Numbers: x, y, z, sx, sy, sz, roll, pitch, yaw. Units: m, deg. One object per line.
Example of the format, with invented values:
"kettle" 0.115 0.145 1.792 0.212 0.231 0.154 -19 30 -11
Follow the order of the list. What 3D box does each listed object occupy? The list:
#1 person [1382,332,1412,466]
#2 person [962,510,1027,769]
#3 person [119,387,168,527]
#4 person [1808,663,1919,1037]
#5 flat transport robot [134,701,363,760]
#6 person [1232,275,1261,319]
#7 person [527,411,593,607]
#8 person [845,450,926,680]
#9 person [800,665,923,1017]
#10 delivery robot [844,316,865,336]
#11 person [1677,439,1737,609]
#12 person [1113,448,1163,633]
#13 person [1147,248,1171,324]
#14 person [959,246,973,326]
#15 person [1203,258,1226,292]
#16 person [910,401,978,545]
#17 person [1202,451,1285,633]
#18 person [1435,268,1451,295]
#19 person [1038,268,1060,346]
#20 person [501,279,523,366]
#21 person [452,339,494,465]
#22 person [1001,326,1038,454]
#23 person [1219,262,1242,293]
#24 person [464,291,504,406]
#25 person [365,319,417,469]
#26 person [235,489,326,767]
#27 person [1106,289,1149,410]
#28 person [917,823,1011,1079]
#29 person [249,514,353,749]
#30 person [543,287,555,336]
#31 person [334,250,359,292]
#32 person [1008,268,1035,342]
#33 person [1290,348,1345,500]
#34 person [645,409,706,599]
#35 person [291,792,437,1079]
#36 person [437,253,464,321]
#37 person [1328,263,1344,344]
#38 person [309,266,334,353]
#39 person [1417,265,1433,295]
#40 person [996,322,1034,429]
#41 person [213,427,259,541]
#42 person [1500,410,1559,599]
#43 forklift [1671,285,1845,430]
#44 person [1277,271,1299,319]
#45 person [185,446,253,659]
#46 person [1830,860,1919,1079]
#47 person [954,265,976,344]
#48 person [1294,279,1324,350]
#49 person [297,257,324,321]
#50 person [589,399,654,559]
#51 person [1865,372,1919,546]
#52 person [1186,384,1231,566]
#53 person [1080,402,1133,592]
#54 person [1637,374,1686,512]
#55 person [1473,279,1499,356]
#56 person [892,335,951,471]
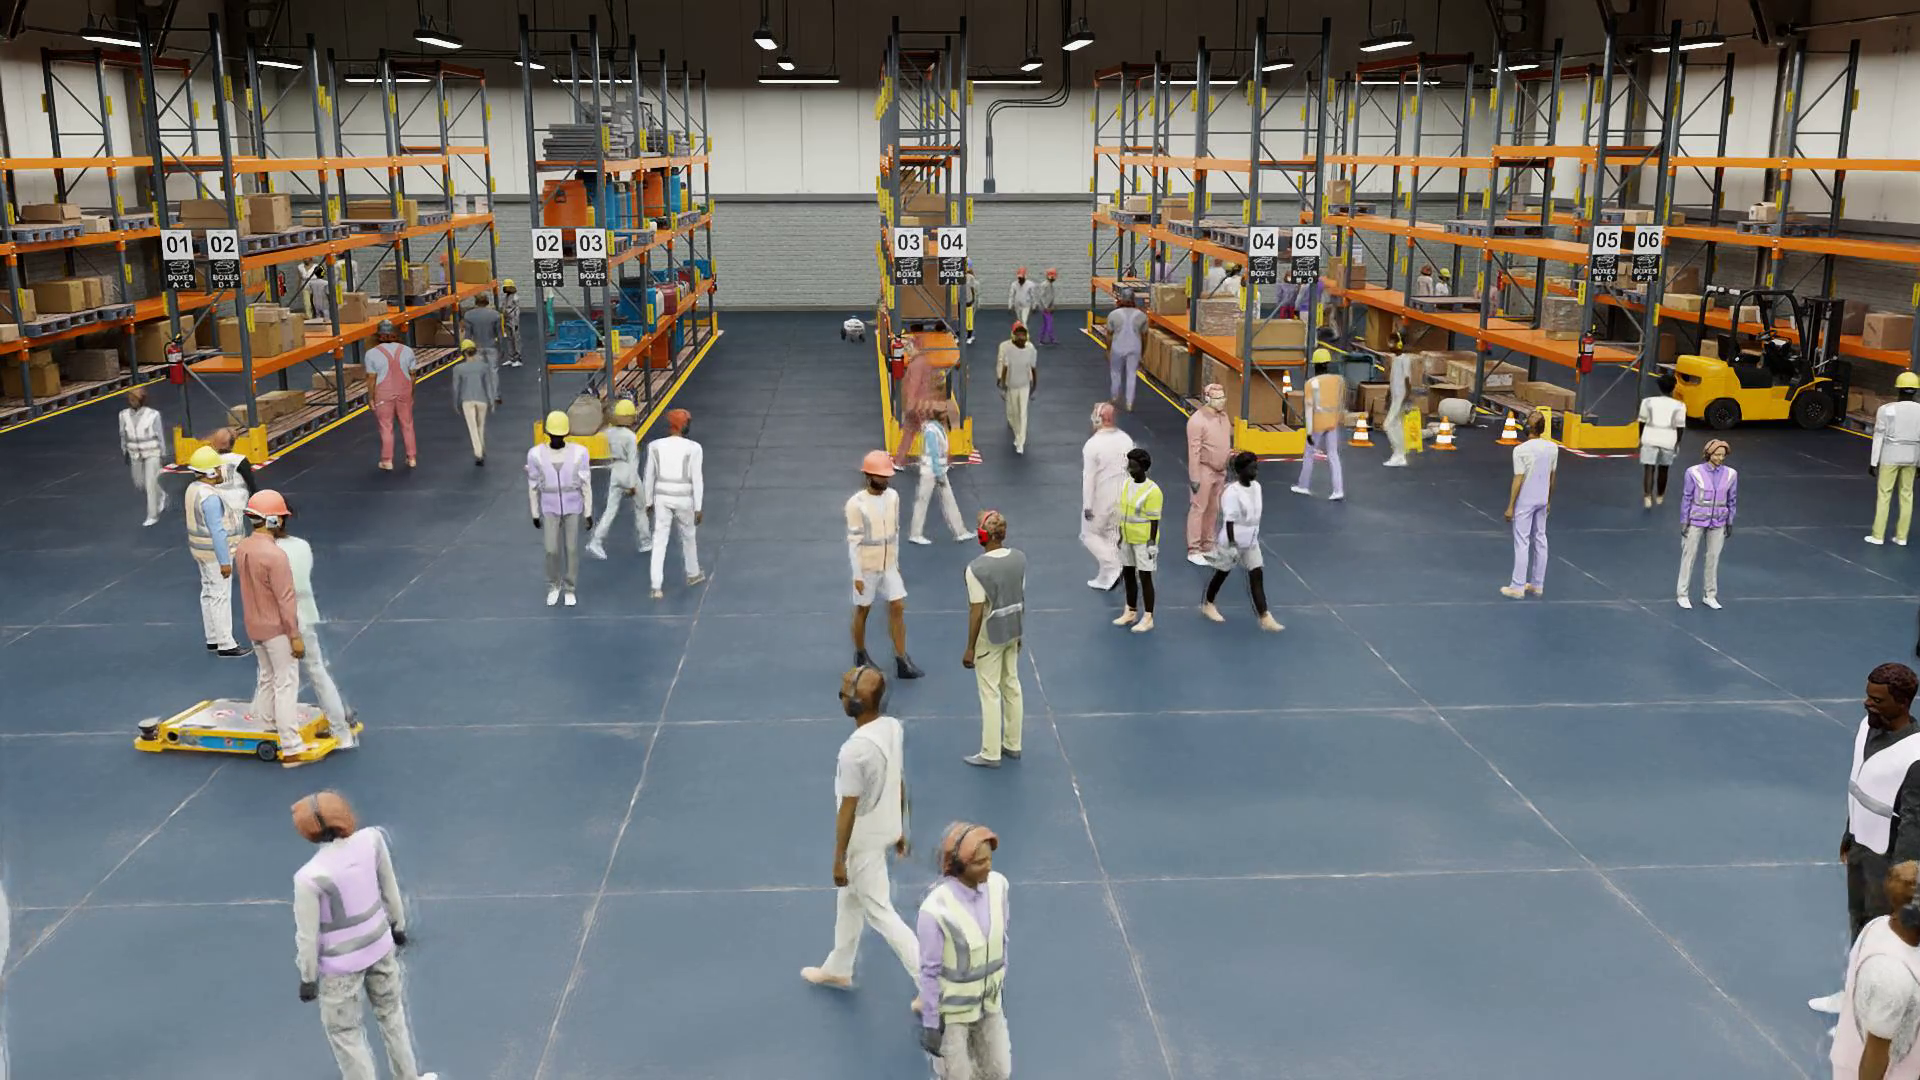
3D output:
"person" 5.959 -1.914 22.770 0.504 1.849 0.566 -1 13 -3
"person" 0.254 0.704 11.703 0.390 1.845 0.564 12 18 41
"person" -9.482 -1.003 19.429 0.526 1.621 0.636 1 13 6
"person" 4.511 1.515 8.133 0.396 1.911 0.588 1 13 6
"flat transport robot" -5.216 1.380 12.213 1.431 0.197 0.652 2 13 9
"person" 5.595 -4.263 32.664 0.577 1.881 0.349 3 14 14
"person" -3.789 -0.288 15.807 0.581 1.896 0.479 -3 14 -12
"person" -0.605 0.232 13.557 0.570 1.909 0.837 -11 17 -39
"person" -0.403 1.508 8.379 0.907 1.816 0.518 6 15 24
"delivery robot" -2.400 -4.845 37.766 0.477 0.478 0.707 -4 14 -16
"person" 7.083 -0.150 15.784 0.514 1.634 0.313 0 13 1
"person" 1.620 -0.005 15.050 0.320 1.688 0.539 -8 15 -31
"person" 4.727 -5.918 39.449 0.598 1.999 1.043 -1 13 -3
"person" 0.052 -6.266 40.810 0.379 2.043 0.605 -9 16 -34
"person" 5.906 -5.590 38.344 0.685 1.868 0.861 5 14 21
"person" -0.190 -0.720 18.244 0.819 1.599 0.533 4 14 15
"person" 2.553 0.003 15.095 0.539 1.647 0.892 -12 18 -40
"person" 10.407 -4.980 35.953 0.326 1.767 0.533 9 16 32
"person" 1.952 -5.147 36.751 0.537 1.716 0.627 5 14 21
"person" -9.012 -4.359 33.374 0.485 1.744 0.294 12 18 41
"person" -6.736 -1.912 23.077 0.524 1.720 0.889 -8 15 -30
"person" 0.864 -2.208 24.104 0.508 1.826 0.985 2 13 7
"person" 5.770 -5.064 36.024 0.620 1.889 0.913 -6 15 -25
"person" -8.053 -3.237 28.201 0.635 1.936 0.355 -3 14 -13
"person" -7.783 -1.994 22.713 0.676 2.000 0.536 -10 17 -36
"person" -4.840 0.625 11.757 0.614 1.983 0.405 11 17 40
"person" 2.792 -3.238 27.983 0.711 2.000 0.938 0 13 1
"person" -0.020 1.934 6.958 0.448 1.628 0.523 13 18 43
"person" -4.890 0.618 12.039 1.018 1.858 0.611 3 14 13
"person" -9.618 -5.629 38.701 0.314 1.769 0.524 -2 13 -6
"person" -14.754 -6.069 40.039 0.631 2.010 0.723 11 17 39
"person" 1.370 -5.186 36.963 0.593 1.703 0.899 5 14 22
"person" 4.522 -1.443 20.717 0.600 1.887 0.911 -4 14 -18
"person" -2.818 -0.366 16.308 0.645 1.827 1.033 3 14 11
"person" -2.660 1.842 7.407 0.317 1.610 0.659 6 15 25
"person" -12.146 -5.870 39.483 1.003 1.880 0.634 -9 16 -33
"person" 8.466 -5.279 37.161 0.420 1.794 0.617 6 14 23
"person" -13.574 -4.912 35.443 0.508 1.872 0.329 2 13 10
"person" 10.893 -5.623 38.963 0.281 1.633 0.500 -7 15 -27
"person" 0.853 -2.501 25.592 0.579 1.700 0.912 0 13 2
"person" -7.317 -0.332 16.641 0.502 1.591 0.891 6 14 23
"person" 5.526 -0.345 16.145 0.504 1.847 0.344 -5 14 -20
"forklift" 12.503 -2.886 26.166 2.313 2.155 1.214 -1 13 -3
"person" 7.331 -5.208 37.201 0.507 1.631 0.266 0 13 -2
"person" -6.371 0.106 14.254 0.404 1.835 0.597 -11 17 -39
"person" 3.454 2.027 6.216 0.970 1.800 0.511 5 14 19
"person" 0.088 -5.312 37.172 0.535 1.861 0.355 2 13 10
"person" 7.526 -4.952 35.752 0.652 1.823 0.711 -8 15 -30
"person" -15.883 -6.103 40.626 0.591 1.814 0.589 4 14 16
"person" -3.622 -0.661 17.785 0.484 1.704 0.863 9 16 34
"person" 10.321 -0.887 18.294 0.587 1.919 0.401 2 13 7
"person" 2.643 -0.699 17.516 0.399 1.909 0.642 12 18 40
"person" 1.447 -0.399 16.268 0.641 1.896 0.546 -11 17 -40
"person" 8.451 -1.178 20.089 0.528 1.658 0.874 5 14 21
"person" 11.084 -4.757 35.110 0.529 1.710 0.926 3 14 14
"person" -0.576 -1.819 22.391 0.984 1.851 0.705 0 13 -1
